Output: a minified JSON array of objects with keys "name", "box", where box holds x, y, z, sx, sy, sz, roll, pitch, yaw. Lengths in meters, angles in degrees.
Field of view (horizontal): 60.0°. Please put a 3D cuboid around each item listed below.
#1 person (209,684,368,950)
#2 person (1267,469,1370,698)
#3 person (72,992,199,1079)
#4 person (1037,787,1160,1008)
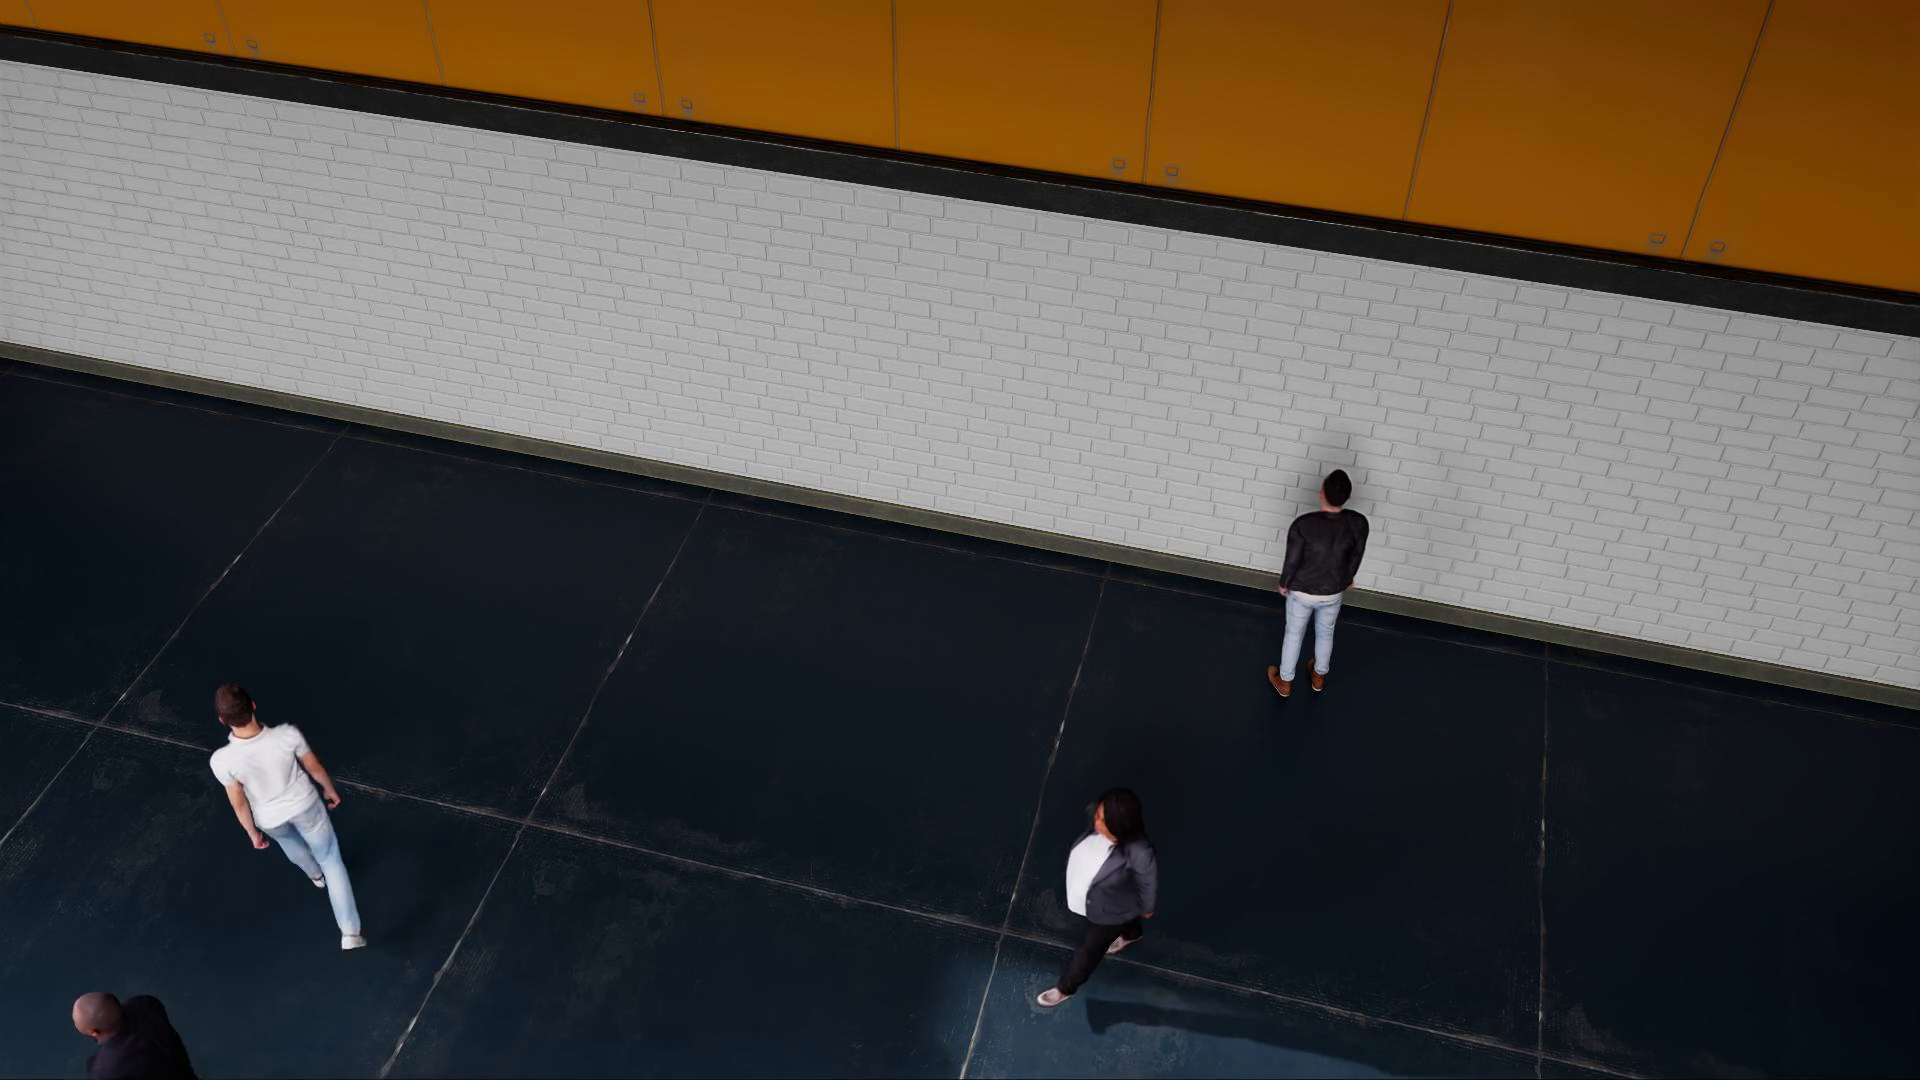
[{"name":"person","box":[-3.625,1.534,9.027,1.184,1.817,1.244,-21,47,-20]},{"name":"person","box":[2.220,0.287,10.322,0.731,1.836,0.694,-5,44,-5]},{"name":"person","box":[-3.684,2.685,7.828,0.896,1.804,0.983,2,44,2]},{"name":"person","box":[0.856,1.836,8.897,1.121,1.557,1.062,-22,48,-21]}]
